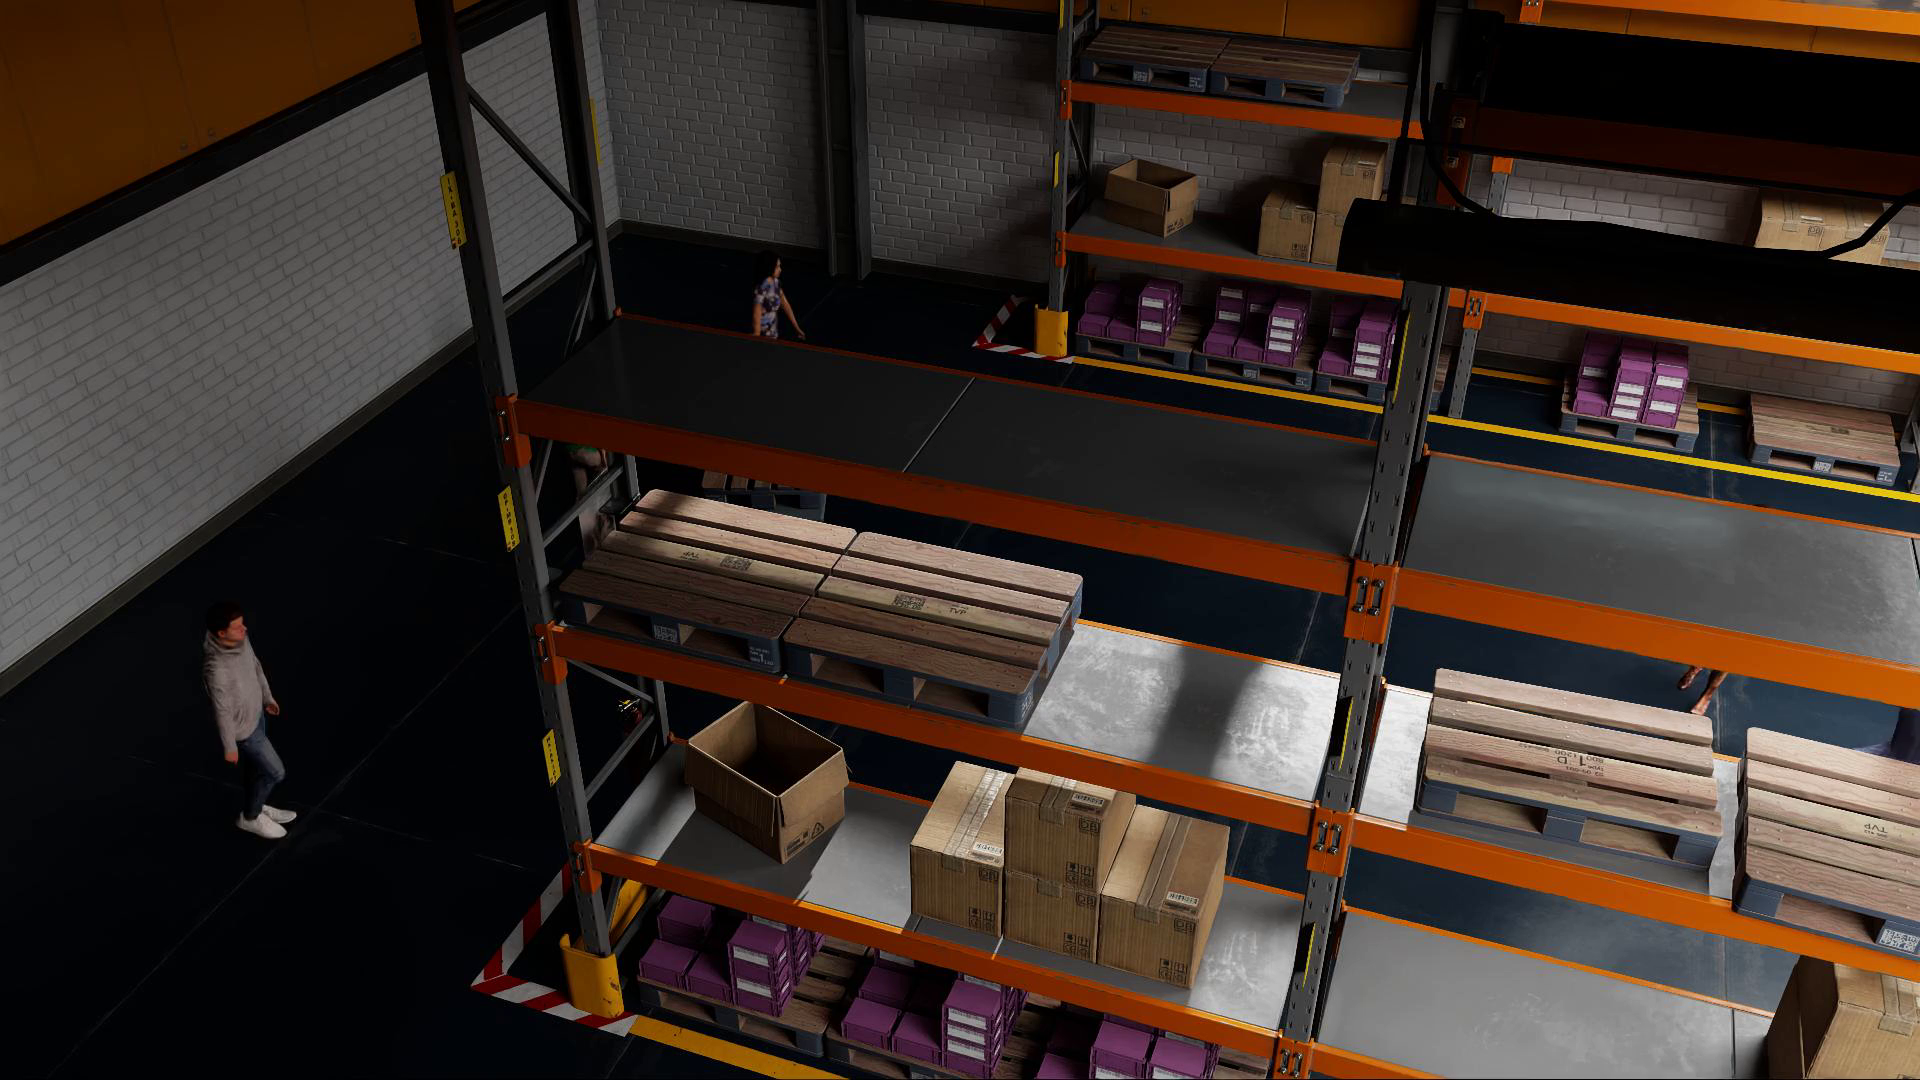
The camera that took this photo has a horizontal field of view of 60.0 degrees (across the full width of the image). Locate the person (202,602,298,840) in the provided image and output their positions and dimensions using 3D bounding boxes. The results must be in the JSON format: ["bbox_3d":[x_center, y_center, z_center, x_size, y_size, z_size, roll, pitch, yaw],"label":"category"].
[{"bbox_3d":[-4.700,1.167,10.665,0.824,1.835,0.807,-6,34,-9],"label":"person"}]

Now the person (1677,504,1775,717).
[{"bbox_3d":[5.508,0.466,11.831,0.698,1.711,0.730,23,40,30],"label":"person"}]

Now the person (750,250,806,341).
[{"bbox_3d":[-1.860,-1.853,15.337,1.119,1.692,0.750,4,34,6],"label":"person"}]
